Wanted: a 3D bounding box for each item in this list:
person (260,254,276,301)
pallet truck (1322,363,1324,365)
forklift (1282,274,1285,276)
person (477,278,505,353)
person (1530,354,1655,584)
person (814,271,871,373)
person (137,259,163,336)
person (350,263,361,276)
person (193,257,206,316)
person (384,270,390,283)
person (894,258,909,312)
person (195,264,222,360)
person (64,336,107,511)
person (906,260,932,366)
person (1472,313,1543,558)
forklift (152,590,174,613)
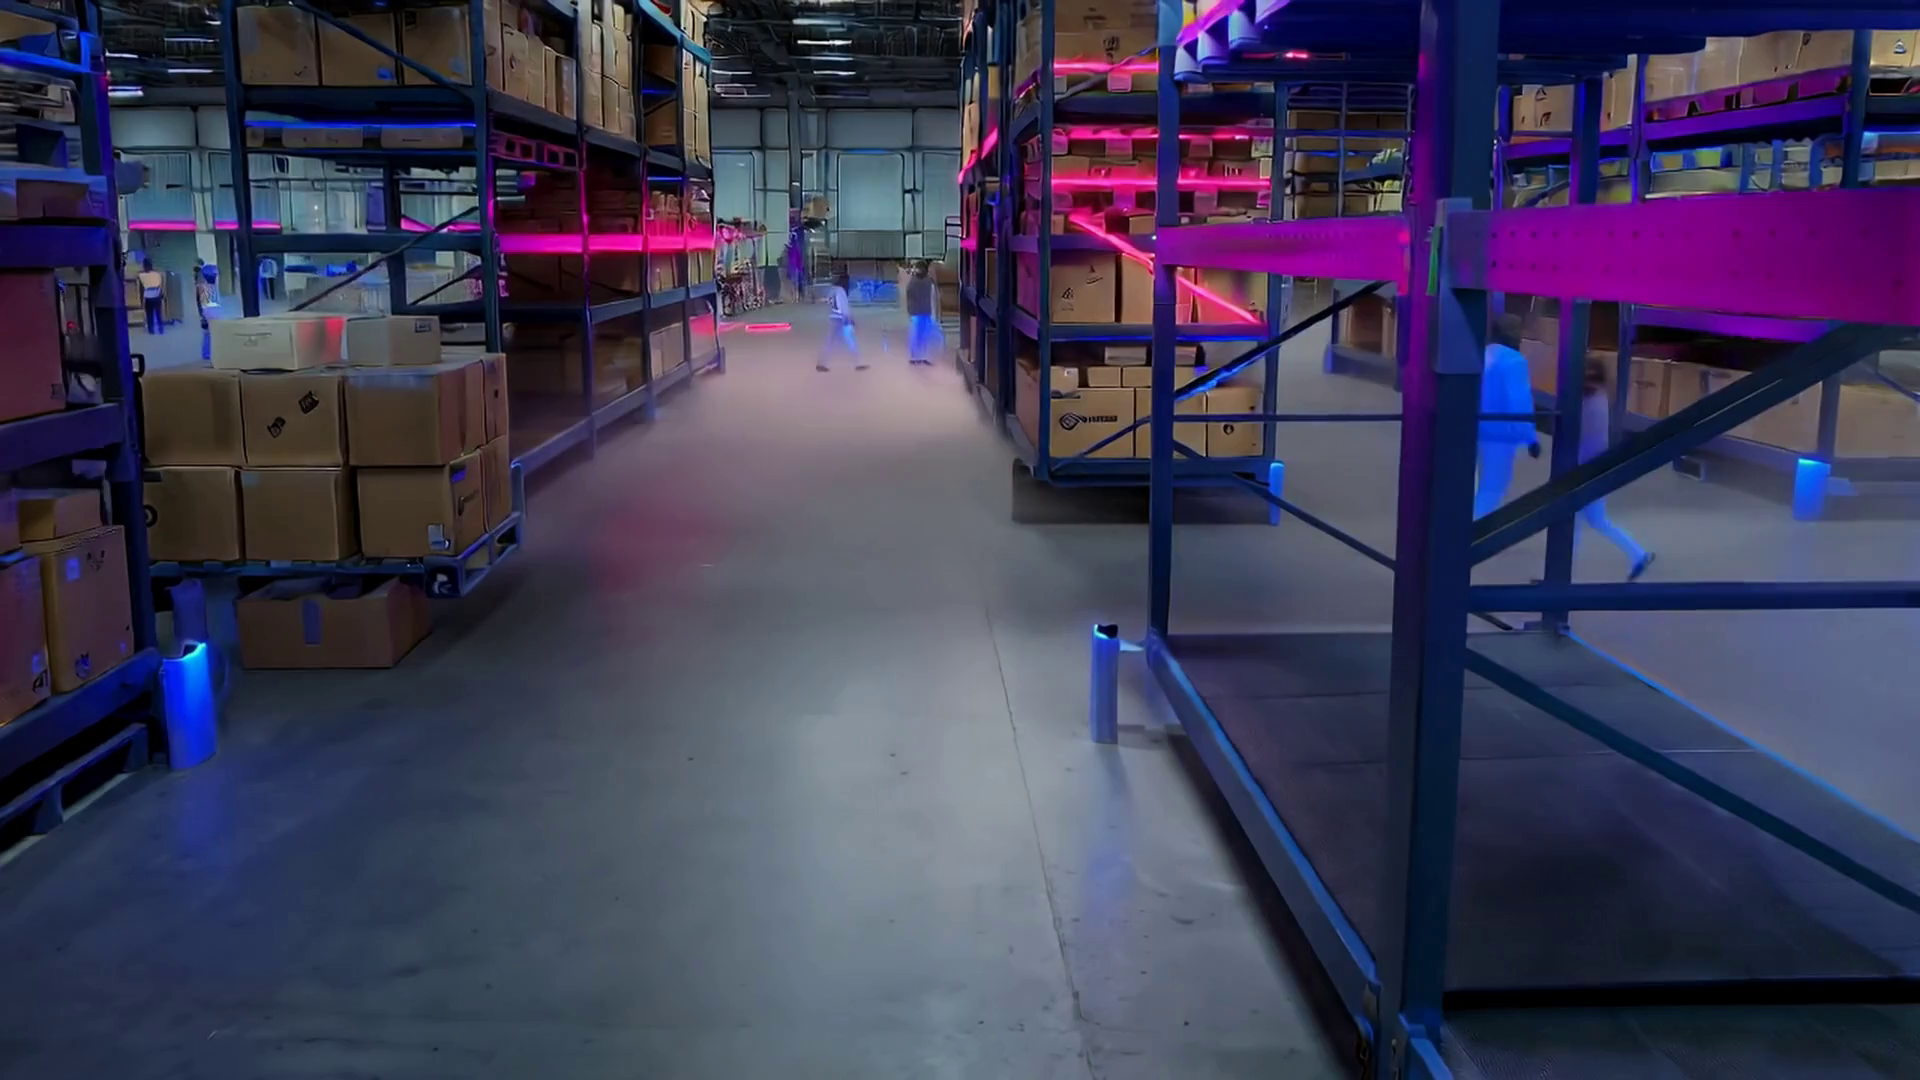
[{"bbox_3d":[-27.413,-10.459,65.881,0.610,1.986,0.392,-2,10,-10],"label":"person"},{"bbox_3d":[7.712,-4.157,30.737,1.885,1.965,0.823,3,11,16],"label":"pallet truck"},{"bbox_3d":[12.240,-10.302,62.509,1.129,2.768,1.873,0,10,-2],"label":"forklift"},{"bbox_3d":[-9.615,-4.743,34.168,0.545,1.938,0.361,-5,11,-25],"label":"person"},{"bbox_3d":[4.316,-0.454,11.218,0.714,1.609,0.510,0,10,0],"label":"person"},{"bbox_3d":[-2.151,-3.910,29.864,1.018,1.835,0.581,-1,10,-3],"label":"person"},{"bbox_3d":[-20.256,-6.077,41.657,0.374,1.916,0.596,8,13,37],"label":"person"},{"bbox_3d":[-14.721,-5.821,40.520,0.986,1.806,0.550,-8,13,-37],"label":"person"},{"bbox_3d":[-23.935,-7.998,52.574,0.521,1.853,0.355,-6,12,-32],"label":"person"},{"bbox_3d":[-18.805,-8.372,55.051,0.317,1.700,0.539,4,11,21],"label":"person"},{"bbox_3d":[-1.621,-7.208,48.071,1.032,1.894,0.636,0,10,0],"label":"person"},{"bbox_3d":[-13.897,-4.153,30.894,0.375,1.934,0.548,3,11,16],"label":"person"},{"bbox_3d":[-6.614,-0.733,12.689,0.952,1.630,0.521,1,10,8],"label":"person"},{"bbox_3d":[-0.765,-4.294,31.507,0.375,1.997,0.609,9,13,41],"label":"person"},{"bbox_3d":[4.080,-0.764,12.360,0.746,1.817,0.649,-2,10,-11],"label":"person"},{"bbox_3d":[-5.858,-0.811,9.639,1.873,2.768,1.129,-1,10,-3],"label":"forklift"}]
